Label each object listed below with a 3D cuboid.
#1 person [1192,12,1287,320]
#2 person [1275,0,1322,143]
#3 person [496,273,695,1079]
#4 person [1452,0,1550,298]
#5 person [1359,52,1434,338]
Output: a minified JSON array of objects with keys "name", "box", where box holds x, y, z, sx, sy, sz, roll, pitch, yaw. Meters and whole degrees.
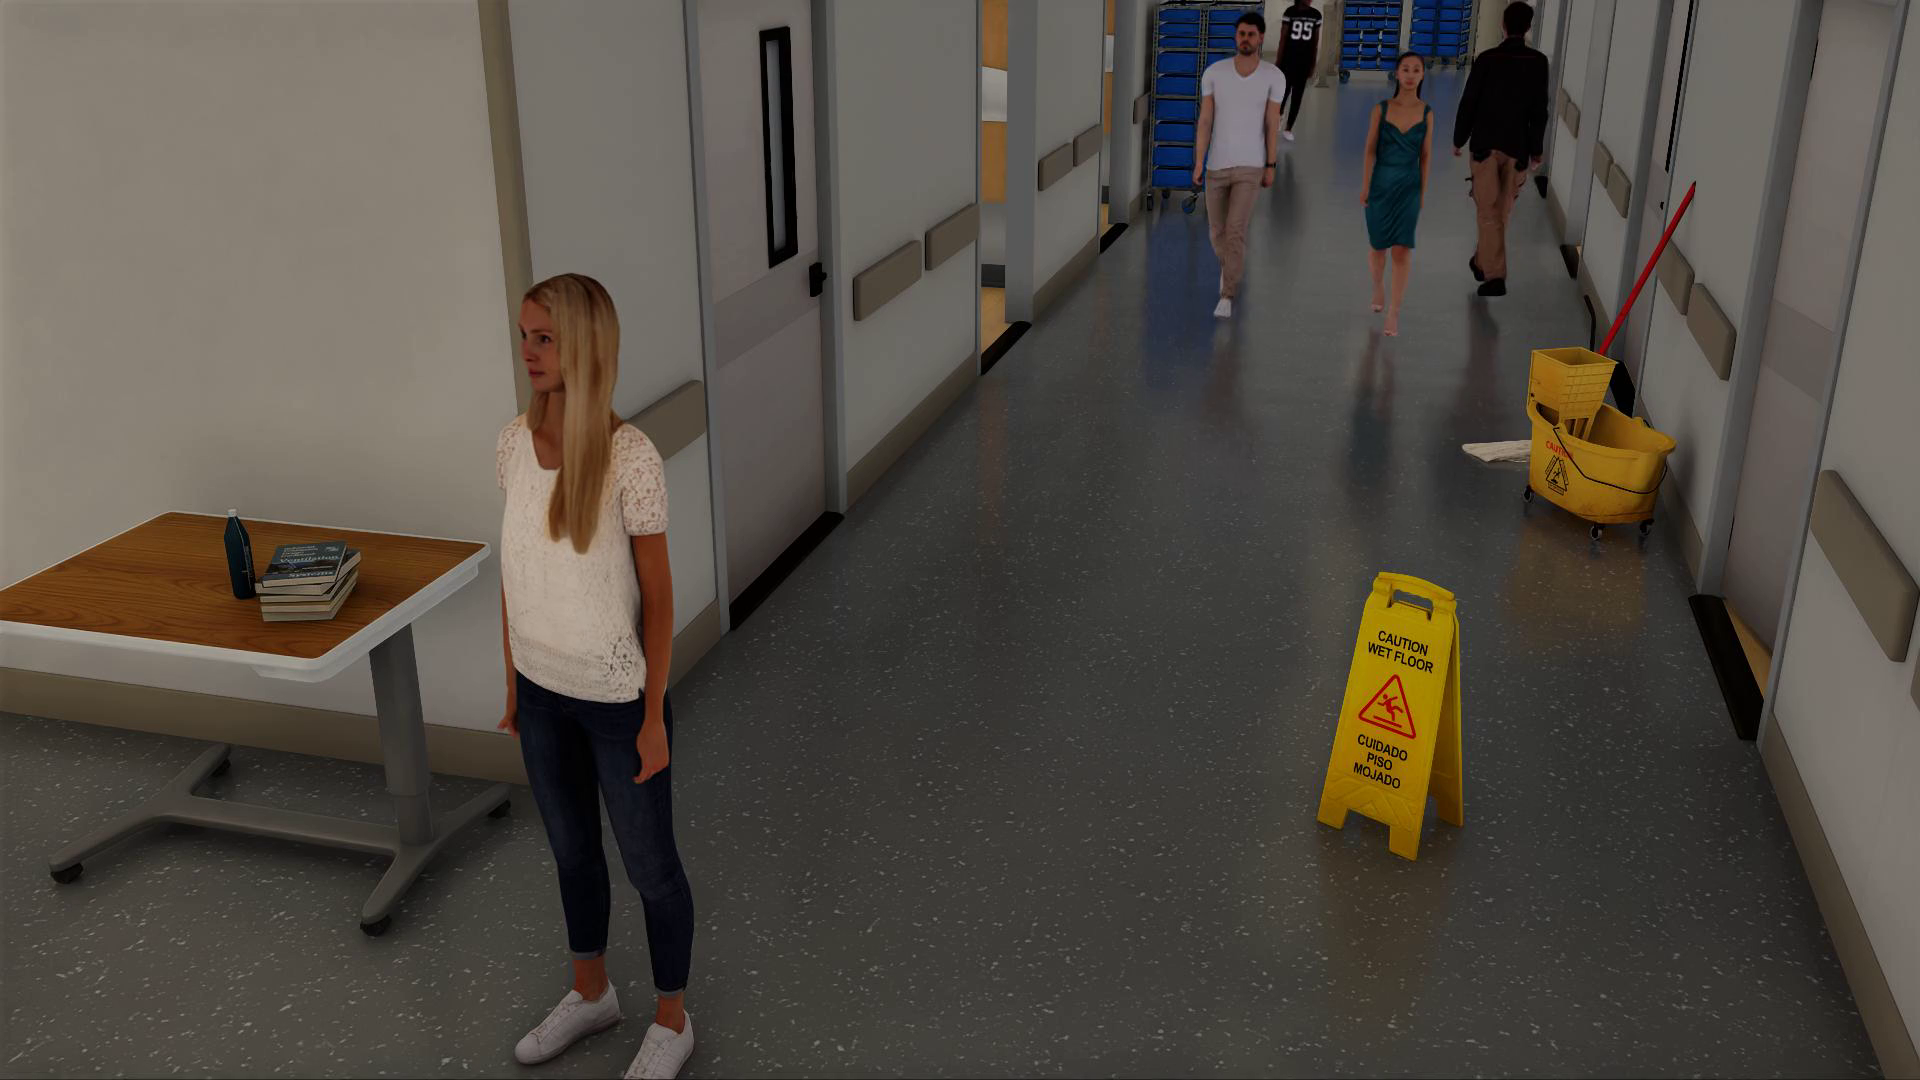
[{"name":"person","box":[1.764,-2.384,10.630,0.710,1.857,1.158,7,22,17]},{"name":"person","box":[3.774,-5.385,18.746,0.774,1.720,0.876,1,21,2]},{"name":"person","box":[-0.770,0.332,3.525,0.639,1.809,0.588,12,24,28]},{"name":"person","box":[3.556,-2.498,10.913,0.906,1.869,1.353,0,21,0]},{"name":"person","box":[2.639,-2.098,10.173,0.542,1.645,1.026,6,21,14]}]
